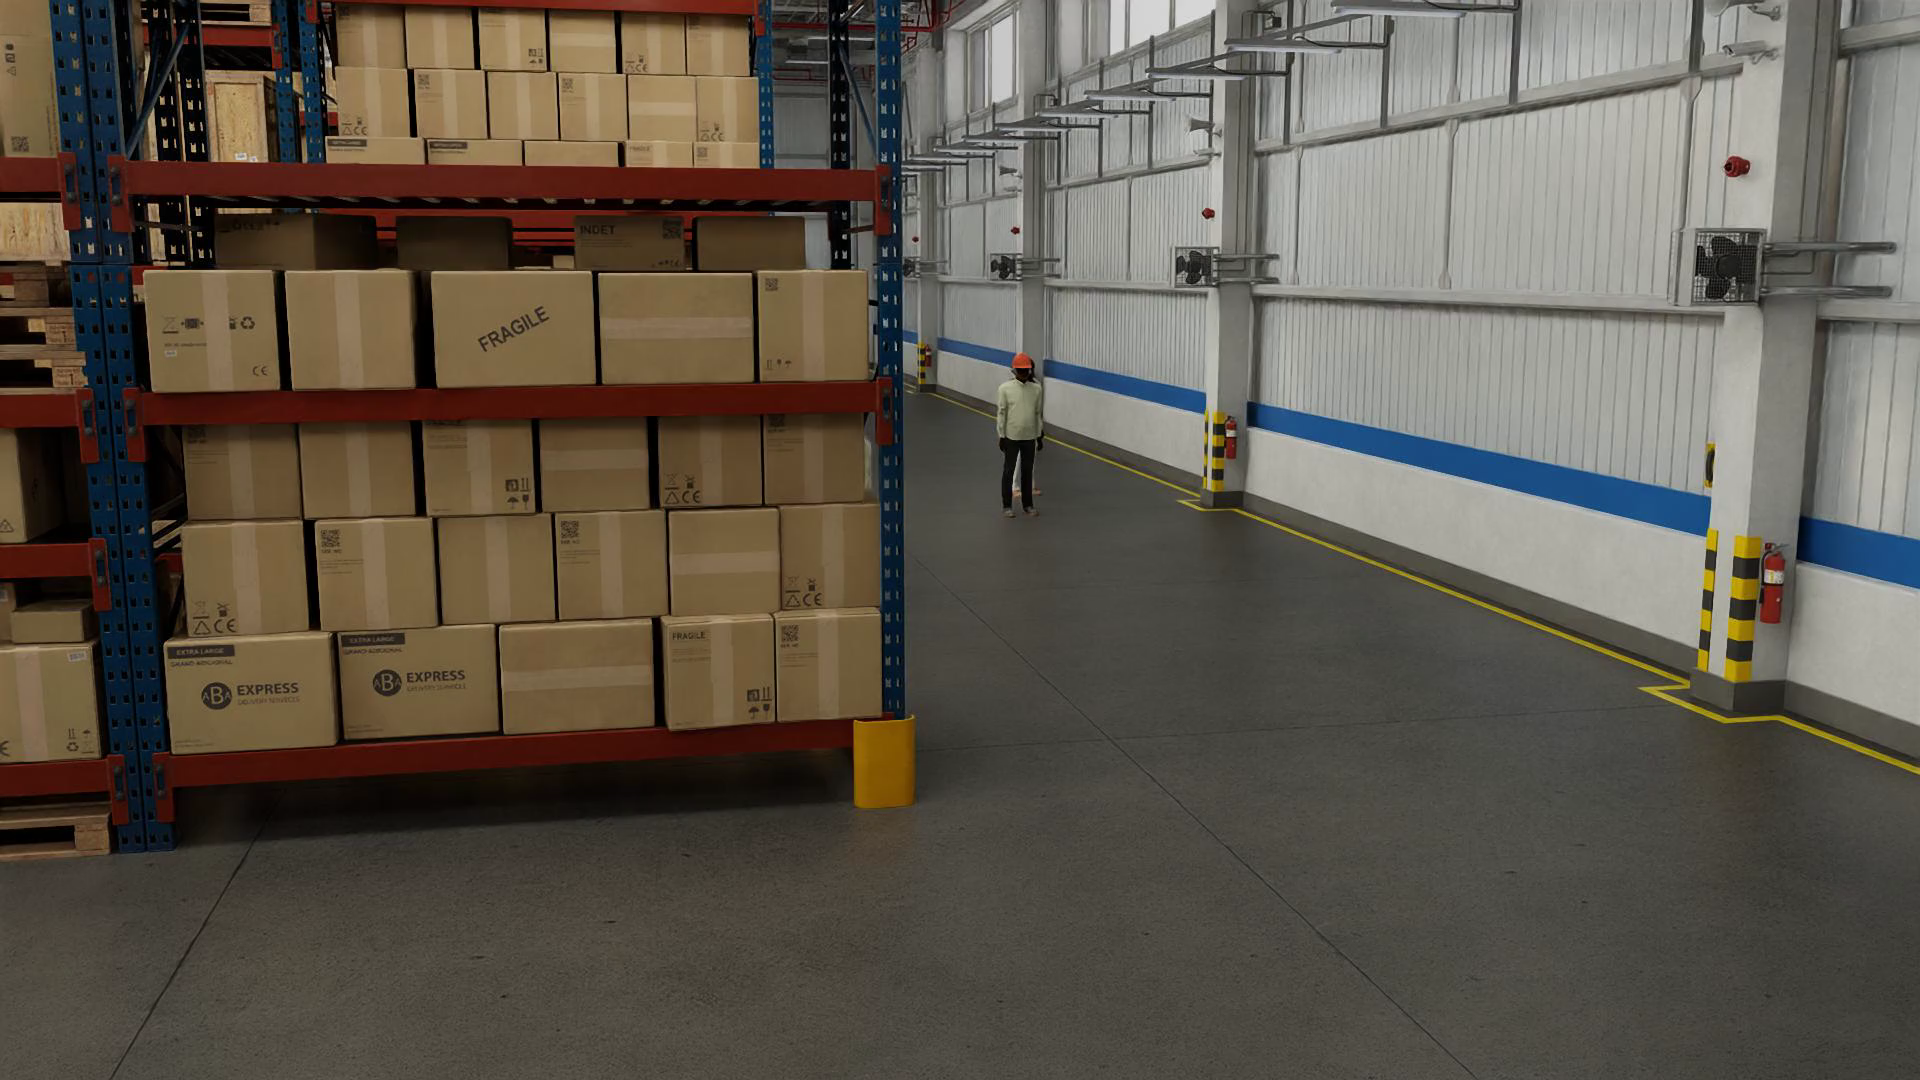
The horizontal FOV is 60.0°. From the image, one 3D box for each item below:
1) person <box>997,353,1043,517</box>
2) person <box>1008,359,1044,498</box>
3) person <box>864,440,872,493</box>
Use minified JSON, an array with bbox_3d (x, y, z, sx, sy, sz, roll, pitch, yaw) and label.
[{"bbox_3d":[0.736,-1.274,20.261,0.611,1.995,0.375,-4,10,-25],"label":"person"},{"bbox_3d":[0.872,-1.478,21.968,0.621,1.845,0.429,-8,12,-40],"label":"person"},{"bbox_3d":[-1.093,-0.419,15.876,0.543,1.716,0.909,-2,10,-14],"label":"person"}]
